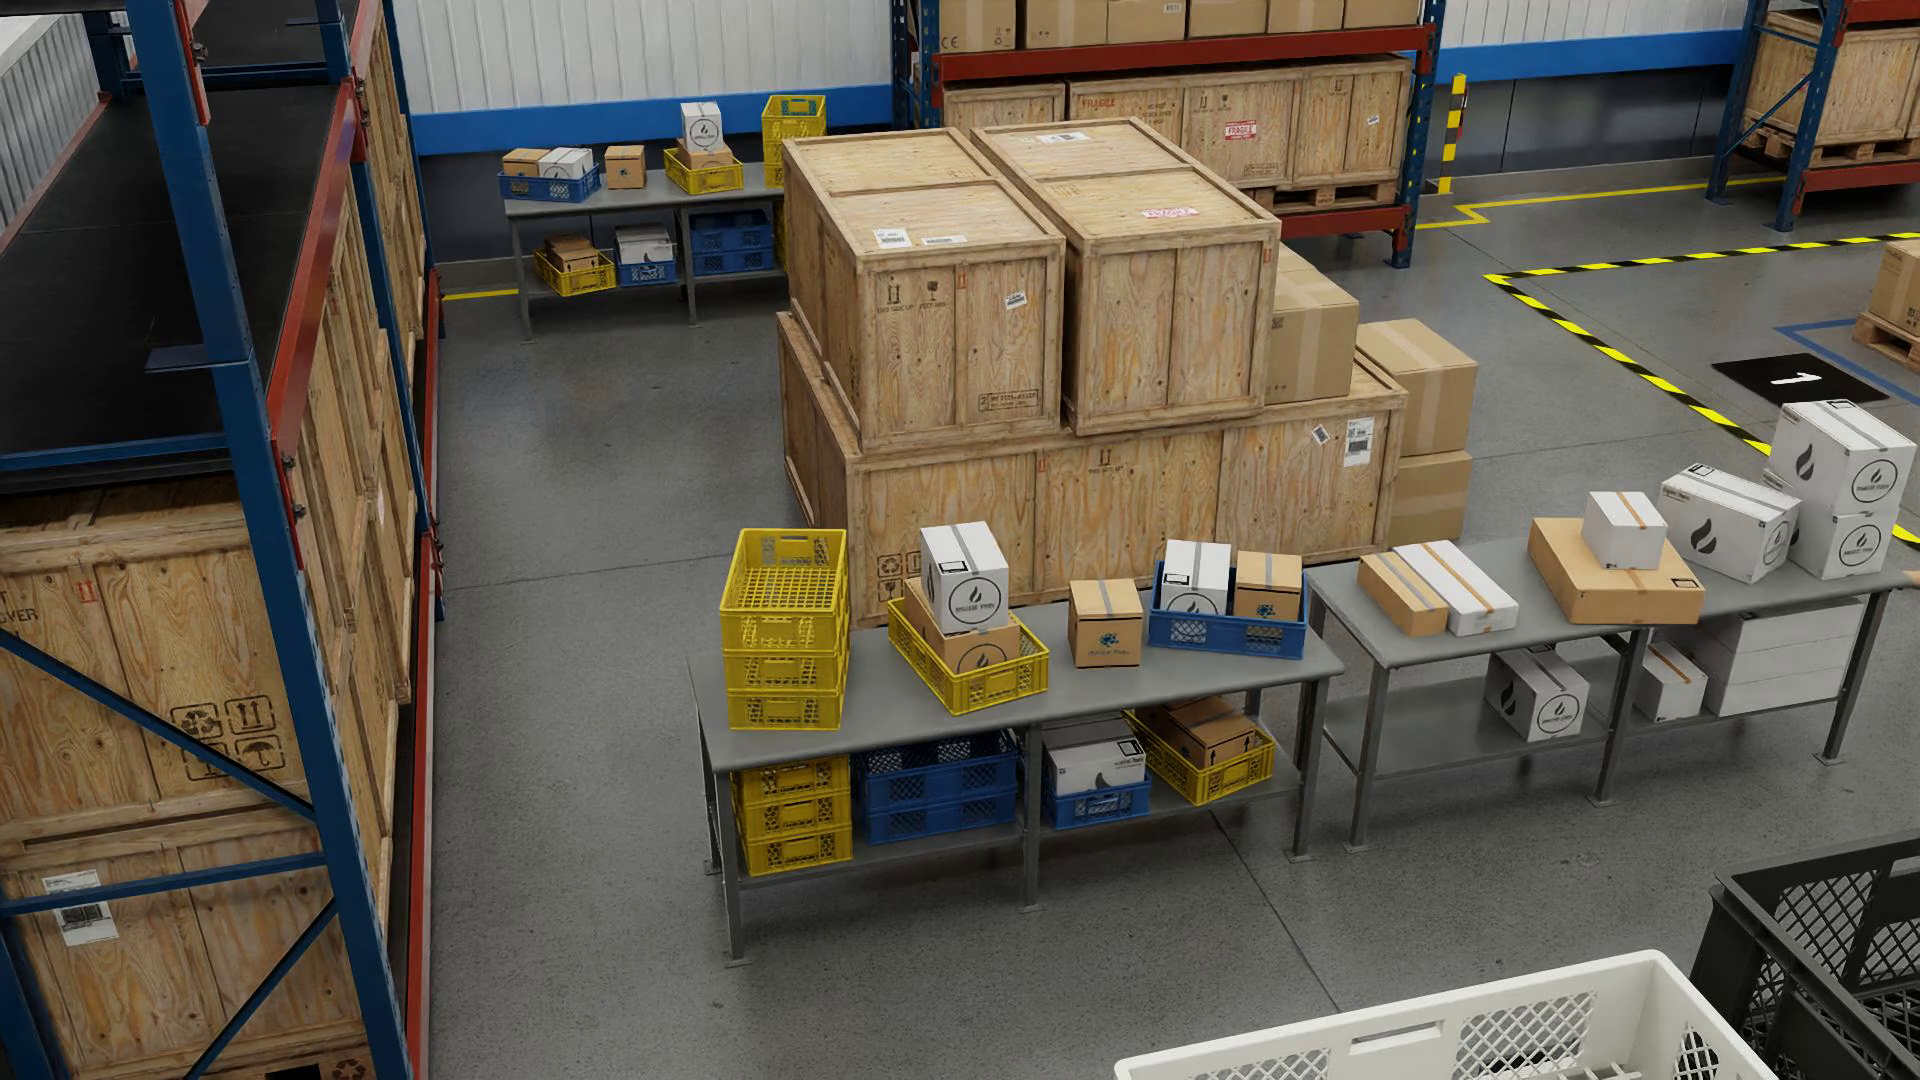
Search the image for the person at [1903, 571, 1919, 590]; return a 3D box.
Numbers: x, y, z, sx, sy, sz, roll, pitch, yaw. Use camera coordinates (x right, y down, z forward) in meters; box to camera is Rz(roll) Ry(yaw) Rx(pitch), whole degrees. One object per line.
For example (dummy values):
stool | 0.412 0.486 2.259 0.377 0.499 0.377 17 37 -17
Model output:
person | 5.191 -0.549 8.286 0.388 2.034 0.605 0 29 1
